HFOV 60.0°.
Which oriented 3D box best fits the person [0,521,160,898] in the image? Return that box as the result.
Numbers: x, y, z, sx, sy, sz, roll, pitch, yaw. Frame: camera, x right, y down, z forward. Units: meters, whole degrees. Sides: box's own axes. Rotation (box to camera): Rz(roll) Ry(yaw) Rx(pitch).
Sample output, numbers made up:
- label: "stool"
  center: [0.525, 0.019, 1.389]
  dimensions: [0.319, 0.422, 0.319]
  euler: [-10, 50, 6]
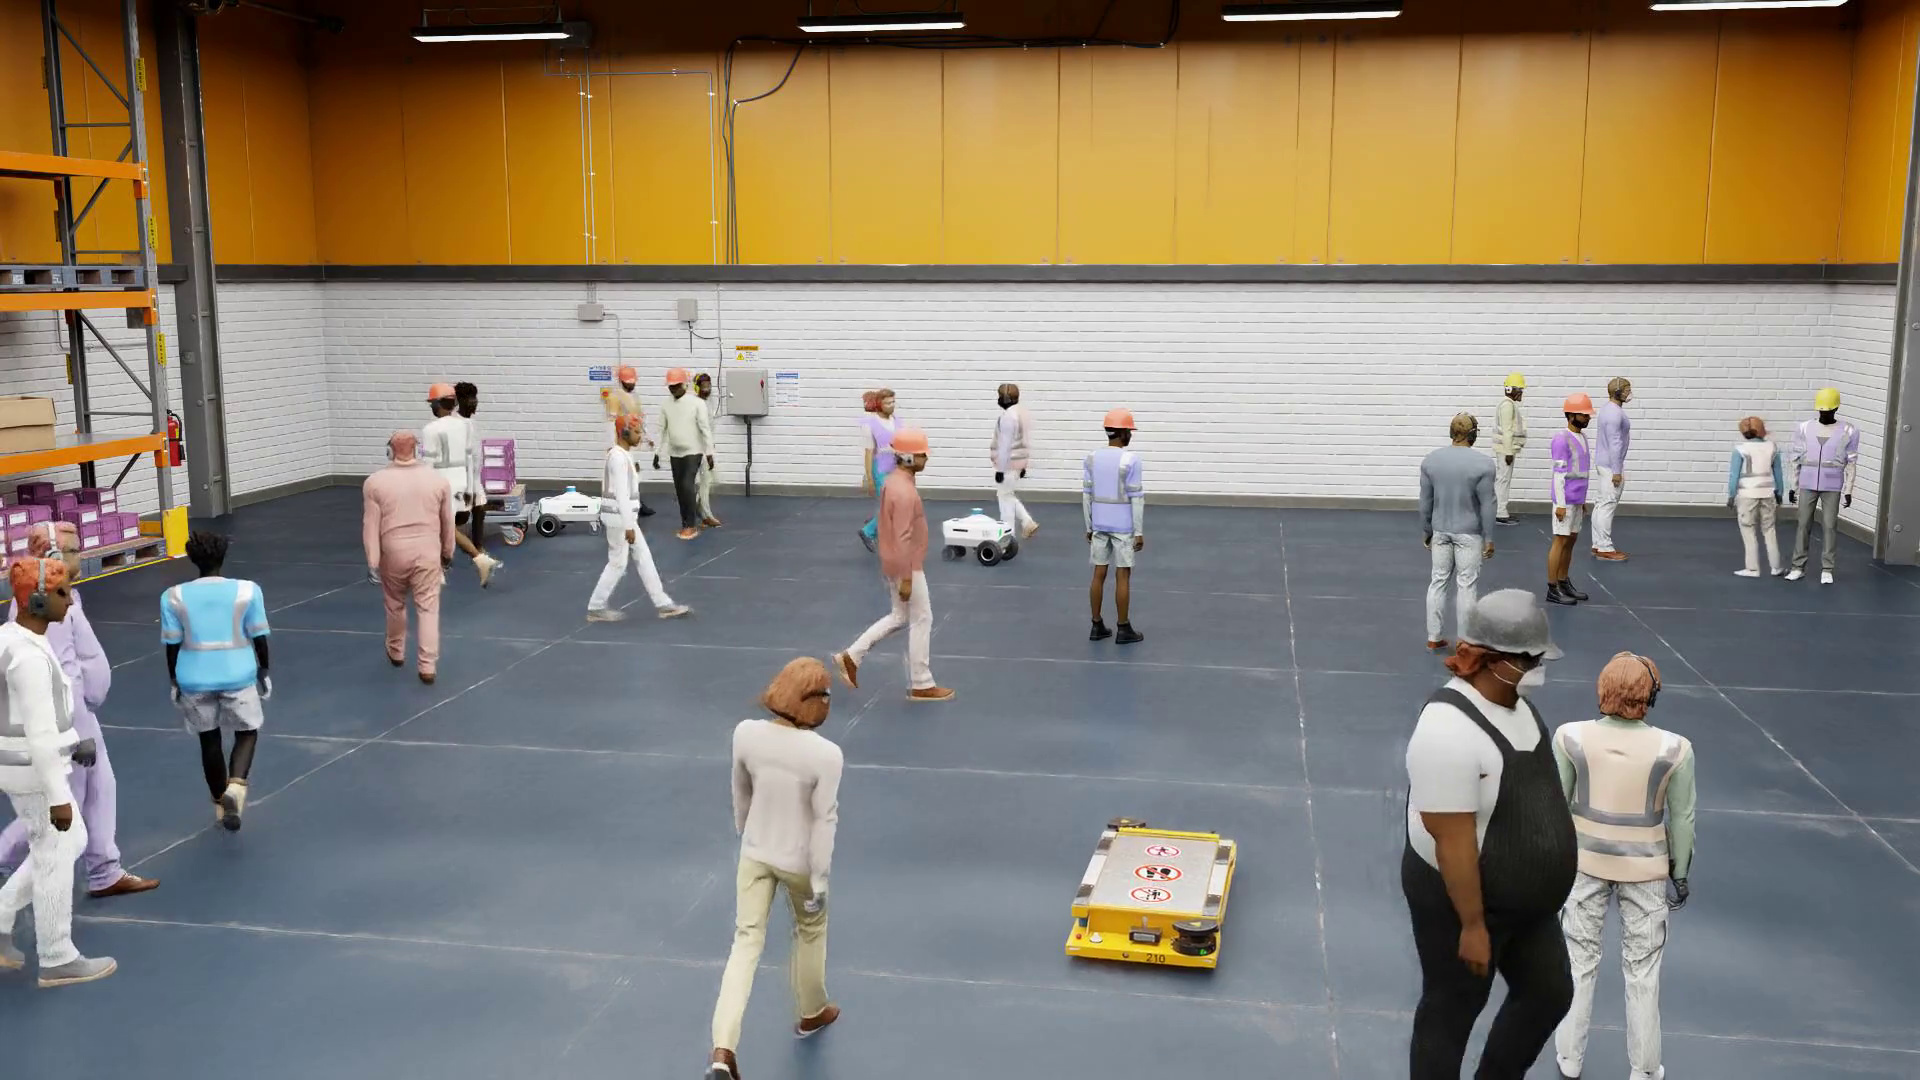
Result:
- label: "person"
  center: [-4.298, 0.849, 7.808]
  dimensions: [0.786, 1.880, 0.644]
  euler: [-5, 10, -27]

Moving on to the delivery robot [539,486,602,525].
- label: "delivery robot"
  center: [-4.485, -0.377, 19.213]
  dimensions: [0.707, 0.478, 0.477]
  euler: [-1, 9, -4]

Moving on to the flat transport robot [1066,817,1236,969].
- label: "flat transport robot"
  center: [0.937, 1.638, 7.880]
  dimensions: [0.652, 0.197, 1.431]
  euler: [2, 9, 13]

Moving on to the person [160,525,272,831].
- label: "person"
  center: [-3.996, 0.758, 8.948]
  dimensions: [0.545, 1.679, 0.602]
  euler: [-3, 10, -17]

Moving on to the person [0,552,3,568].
- label: "person"
  center: [-7.595, 0.078, 12.686]
  dimensions: [0.506, 1.847, 0.346]
  euler: [-3, 10, -17]

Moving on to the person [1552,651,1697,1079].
- label: "person"
  center: [2.437, 1.230, 6.181]
  dimensions: [0.521, 1.638, 0.311]
  euler: [4, 10, 26]

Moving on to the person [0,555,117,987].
- label: "person"
  center: [-3.902, 0.991, 6.960]
  dimensions: [0.481, 1.870, 0.611]
  euler: [-6, 11, -33]

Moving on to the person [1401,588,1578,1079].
- label: "person"
  center: [1.763, 1.143, 5.479]
  dimensions: [0.580, 2.000, 0.698]
  euler: [8, 12, 41]

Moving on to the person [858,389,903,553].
- label: "person"
  center: [-0.820, -0.688, 17.506]
  dimensions: [0.639, 1.825, 0.578]
  euler: [6, 11, 34]

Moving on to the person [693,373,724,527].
- label: "person"
  center: [-3.054, -1.069, 19.792]
  dimensions: [0.452, 1.844, 0.535]
  euler: [4, 10, 25]

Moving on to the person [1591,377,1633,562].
- label: "person"
  center: [6.883, -0.752, 17.550]
  dimensions: [0.372, 1.940, 0.627]
  euler: [2, 9, 12]

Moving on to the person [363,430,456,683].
- label: "person"
  center: [-4.137, 0.101, 12.504]
  dimensions: [0.673, 1.851, 0.981]
  euler: [-4, 10, -25]

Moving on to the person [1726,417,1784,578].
- label: "person"
  center: [7.935, -0.424, 16.554]
  dimensions: [0.614, 1.607, 0.320]
  euler: [-1, 9, -8]

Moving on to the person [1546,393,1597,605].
- label: "person"
  center: [5.610, -0.381, 15.244]
  dimensions: [0.352, 1.940, 0.551]
  euler: [8, 12, 40]

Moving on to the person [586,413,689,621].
- label: "person"
  center: [-2.793, -0.180, 14.378]
  dimensions: [0.873, 1.817, 0.671]
  euler: [-1, 9, -6]

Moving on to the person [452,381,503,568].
- label: "person"
  center: [-5.127, -0.654, 16.951]
  dimensions: [0.756, 1.940, 0.608]
  euler: [1, 9, 6]

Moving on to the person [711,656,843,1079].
- label: "person"
  center: [-0.693, 1.233, 6.312]
  dimensions: [0.512, 1.589, 0.843]
  euler: [3, 10, 19]

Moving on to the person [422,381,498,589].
- label: "person"
  center: [-4.824, -0.509, 15.898]
  dimensions: [0.932, 2.007, 0.624]
  euler: [4, 10, 22]

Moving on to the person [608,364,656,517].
- label: "person"
  center: [-4.044, -1.228, 20.617]
  dimensions: [0.770, 1.896, 0.586]
  euler: [2, 9, 13]

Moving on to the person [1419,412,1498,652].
- label: "person"
  center: [3.941, -0.045, 13.163]
  dimensions: [0.636, 1.938, 0.358]
  euler: [9, 13, 43]

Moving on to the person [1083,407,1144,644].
- label: "person"
  center: [1.275, -0.119, 13.634]
  dimensions: [0.549, 1.934, 0.374]
  euler: [7, 12, 38]

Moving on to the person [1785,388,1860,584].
- label: "person"
  center: [8.405, -0.529, 16.232]
  dimensions: [0.584, 1.918, 0.376]
  euler: [7, 12, 37]

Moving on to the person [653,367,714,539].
- label: "person"
  center: [-3.166, -0.977, 18.850]
  dimensions: [0.663, 1.963, 0.708]
  euler: [4, 10, 22]

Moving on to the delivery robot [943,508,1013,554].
- label: "delivery robot"
  center: [0.185, -0.087, 17.413]
  dimensions: [0.707, 0.478, 0.477]
  euler: [4, 10, 26]

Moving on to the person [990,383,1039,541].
- label: "person"
  center: [0.550, -0.816, 18.301]
  dimensions: [0.444, 1.831, 0.630]
  euler: [3, 10, 16]

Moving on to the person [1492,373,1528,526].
- label: "person"
  center: [6.615, -1.097, 20.034]
  dimensions: [0.404, 1.828, 0.591]
  euler: [3, 10, 17]

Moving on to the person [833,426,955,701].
- label: "person"
  center: [-0.464, 0.175, 11.711]
  dimensions: [0.771, 1.969, 0.621]
  euler: [-2, 9, -12]

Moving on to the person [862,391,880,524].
- label: "person"
  center: [-0.966, -0.981, 19.958]
  dimensions: [0.438, 1.611, 0.533]
  euler: [2, 9, 14]
